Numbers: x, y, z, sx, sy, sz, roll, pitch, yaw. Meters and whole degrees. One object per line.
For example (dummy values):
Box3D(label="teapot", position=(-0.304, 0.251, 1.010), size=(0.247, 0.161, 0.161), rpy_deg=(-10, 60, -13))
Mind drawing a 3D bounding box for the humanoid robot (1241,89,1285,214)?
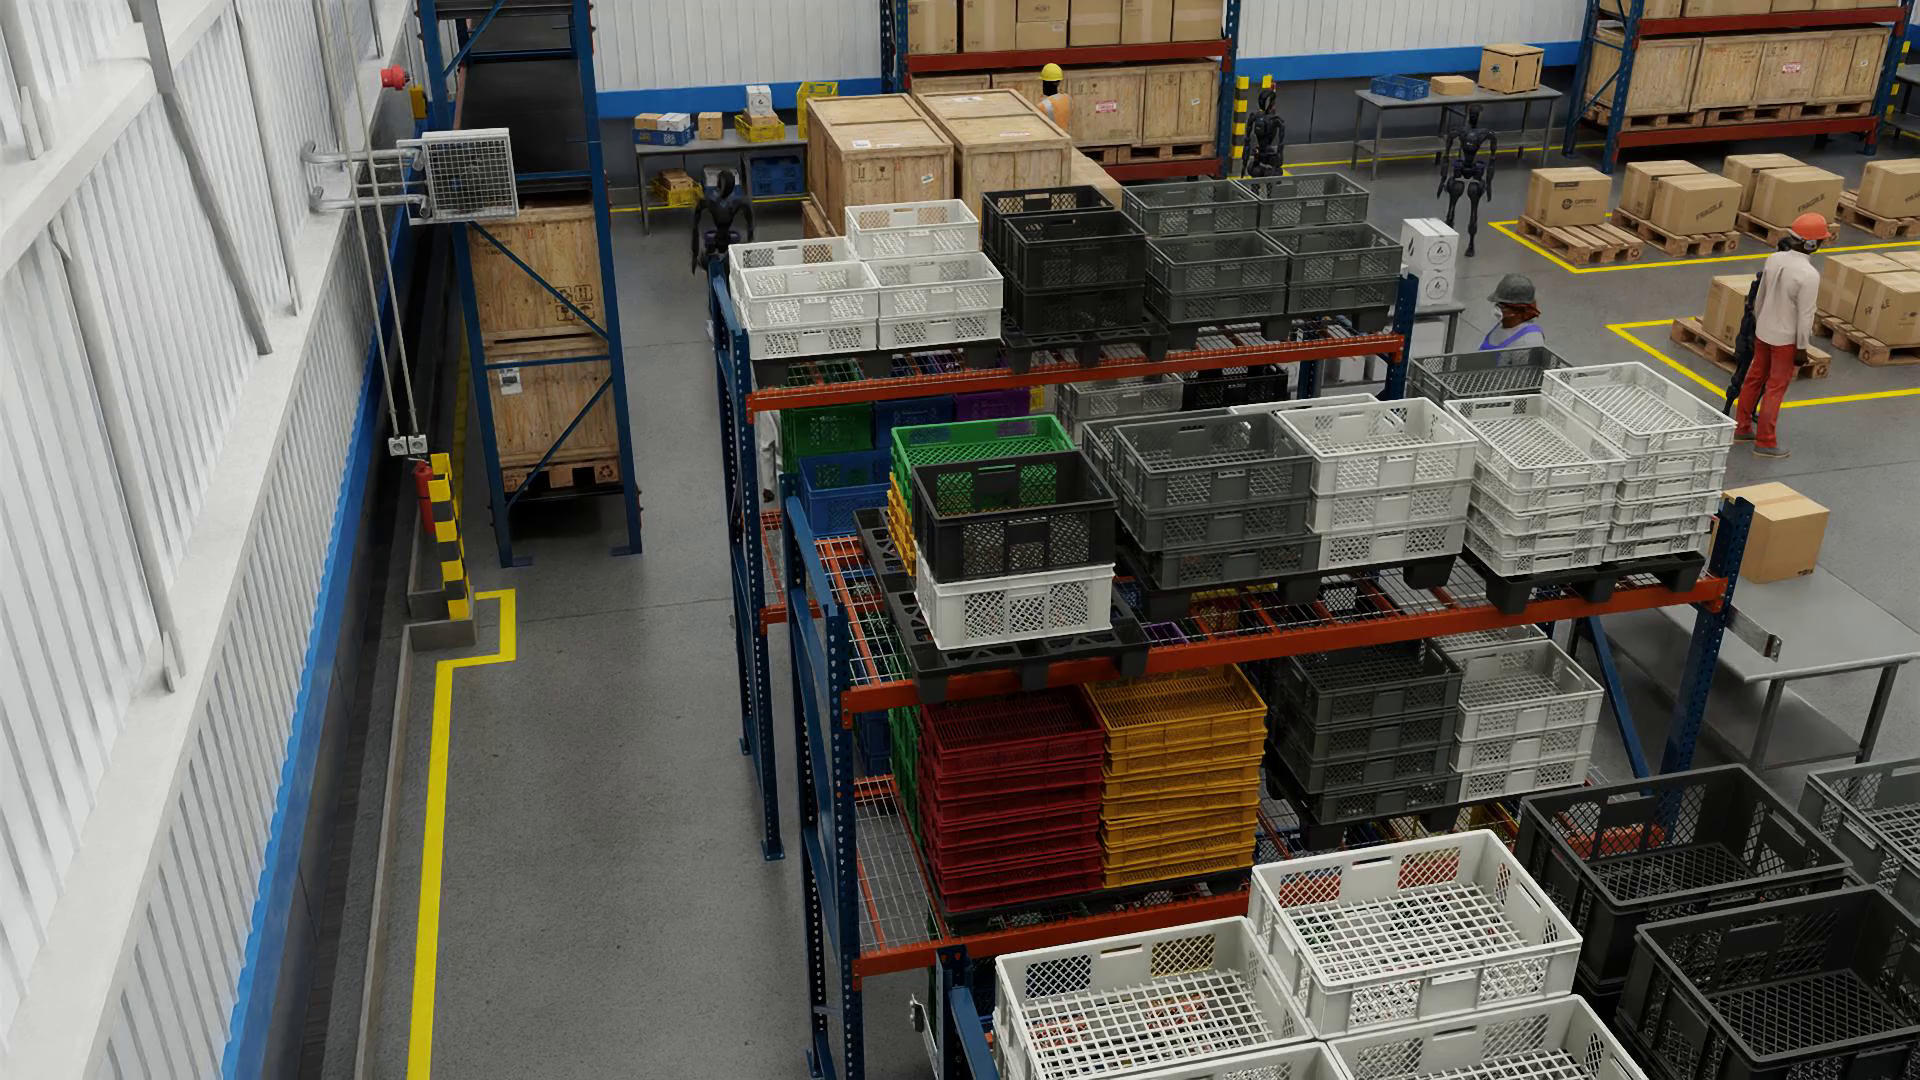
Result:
Box3D(label="humanoid robot", position=(3.369, -4.148, 18.405), size=(0.335, 1.651, 0.570), rpy_deg=(-23, 36, -37))

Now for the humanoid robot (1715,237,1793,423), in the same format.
Box3D(label="humanoid robot", position=(6.688, -1.722, 13.802), size=(0.570, 1.651, 0.326), rpy_deg=(-6, 28, -12))

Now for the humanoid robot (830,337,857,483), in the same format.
Box3D(label="humanoid robot", position=(-0.853, -0.759, 12.001), size=(0.664, 1.629, 0.568), rpy_deg=(-23, 35, -36))

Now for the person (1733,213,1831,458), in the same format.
Box3D(label="person", position=(6.578, -1.636, 13.300), size=(0.376, 1.995, 0.609), rpy_deg=(-5, 28, -10))

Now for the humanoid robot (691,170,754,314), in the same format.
Box3D(label="humanoid robot", position=(-2.237, -2.689, 15.664), size=(0.593, 1.625, 0.634), rpy_deg=(-7, 29, -13))

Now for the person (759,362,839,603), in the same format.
Box3D(label="person", position=(-1.033, -0.406, 11.085), size=(0.579, 1.881, 0.340), rpy_deg=(-3, 28, -6))

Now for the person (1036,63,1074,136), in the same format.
Box3D(label="person", position=(1.004, -4.293, 18.413), size=(0.359, 1.927, 0.586), rpy_deg=(21, 34, 34))

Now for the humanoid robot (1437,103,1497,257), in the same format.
Box3D(label="humanoid robot", position=(5.453, -3.875, 17.887), size=(0.574, 1.648, 0.338), rpy_deg=(11, 30, 21))

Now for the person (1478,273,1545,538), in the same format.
Box3D(label="person", position=(3.843, -0.943, 11.937), size=(0.536, 2.000, 0.679), rpy_deg=(1, 28, 2))
